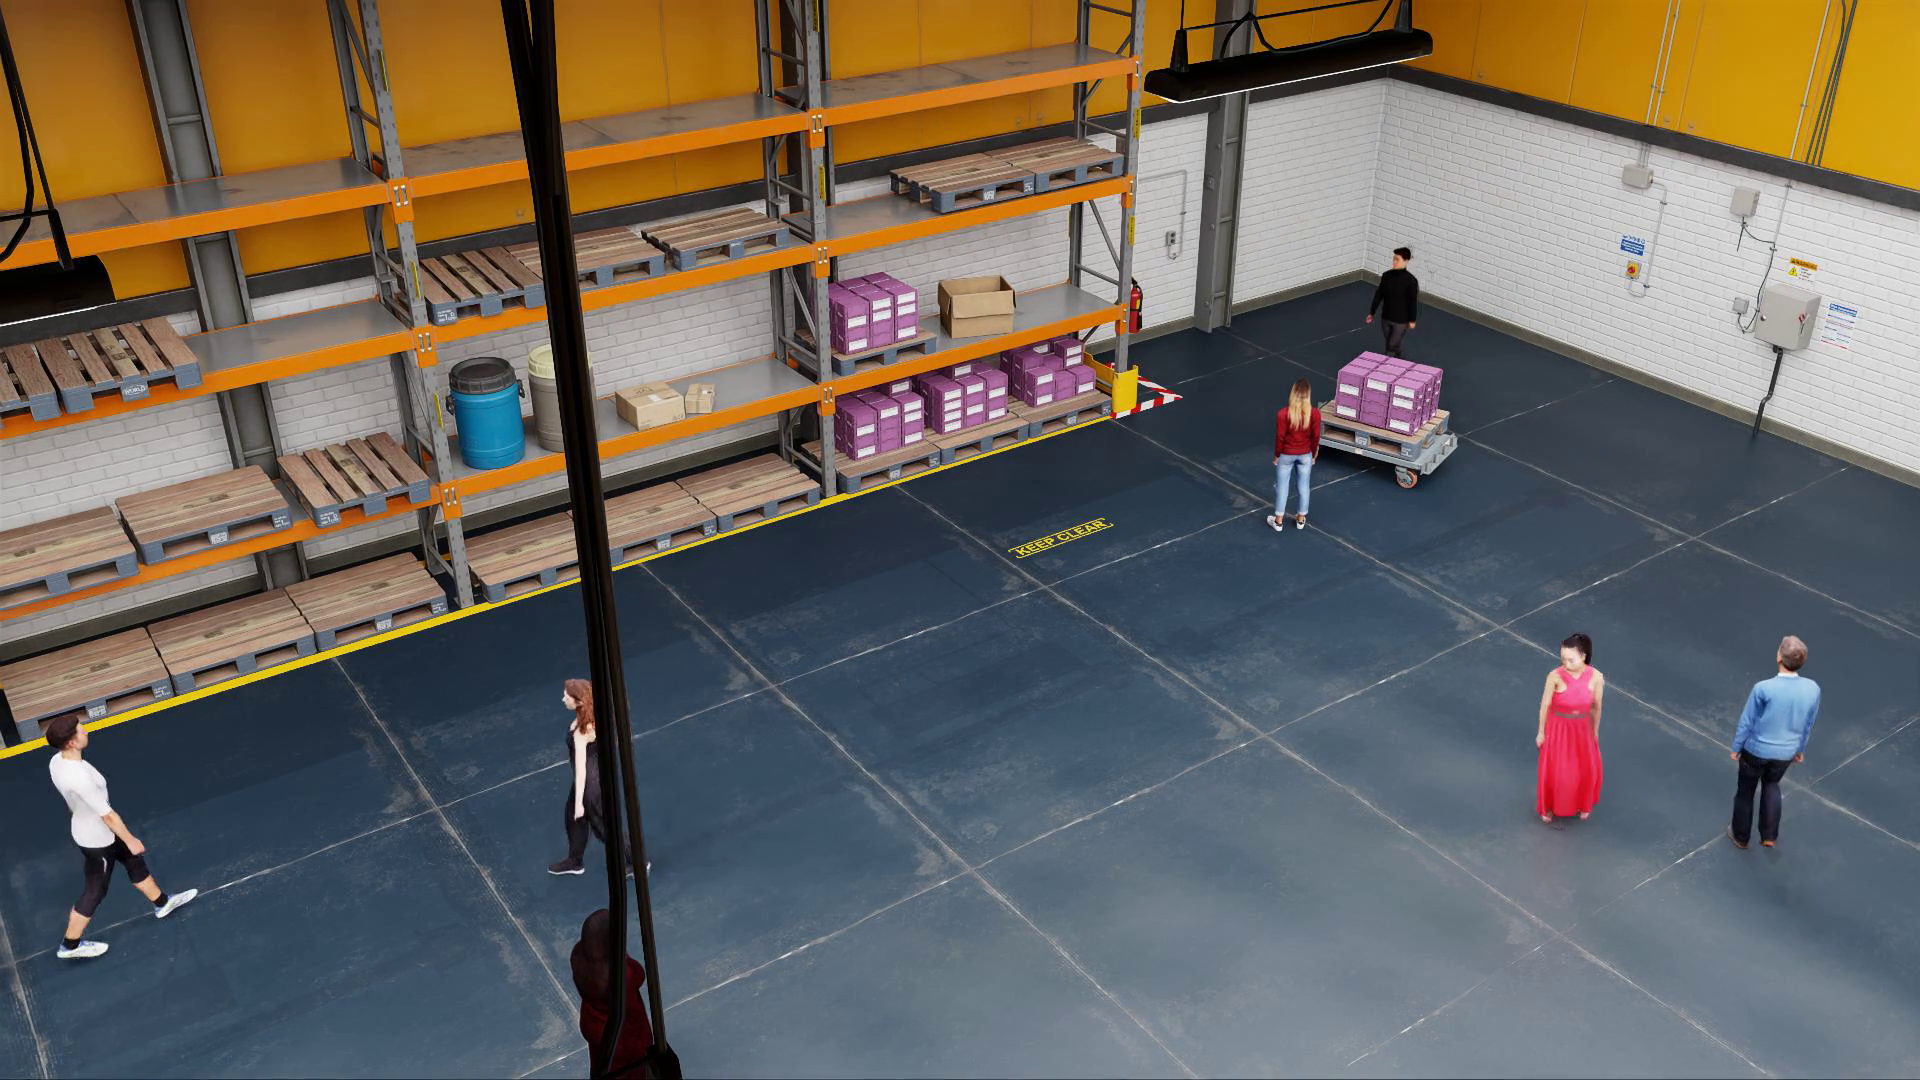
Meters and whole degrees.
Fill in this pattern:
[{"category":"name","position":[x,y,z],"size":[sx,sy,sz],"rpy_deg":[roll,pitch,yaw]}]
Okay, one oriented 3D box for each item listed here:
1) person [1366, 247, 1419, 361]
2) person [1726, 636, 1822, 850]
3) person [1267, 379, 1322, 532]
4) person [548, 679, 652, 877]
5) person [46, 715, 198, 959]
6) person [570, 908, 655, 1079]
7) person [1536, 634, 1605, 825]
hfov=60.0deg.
[{"category":"person","position":[5.303,-2.717,20.068],"size":[1.001,1.693,0.650],"rpy_deg":[-18,33,-29]},{"category":"person","position":[5.946,1.545,12.130],"size":[0.854,1.812,0.916],"rpy_deg":[1,29,2]},{"category":"person","position":[3.368,-0.859,16.722],"size":[0.632,1.635,0.743],"rpy_deg":[-3,29,-5]},{"category":"person","position":[-2.558,1.735,11.881],"size":[1.076,1.719,0.886],"rpy_deg":[-4,29,-7]},{"category":"person","position":[-5.911,2.040,11.218],"size":[1.213,1.816,0.760],"rpy_deg":[-23,36,-36]},{"category":"person","position":[-2.035,2.868,9.761],"size":[0.726,1.758,0.687],"rpy_deg":[22,36,35]},{"category":"person","position":[4.569,1.430,12.461],"size":[0.848,1.699,0.928],"rpy_deg":[-4,29,-6]}]
